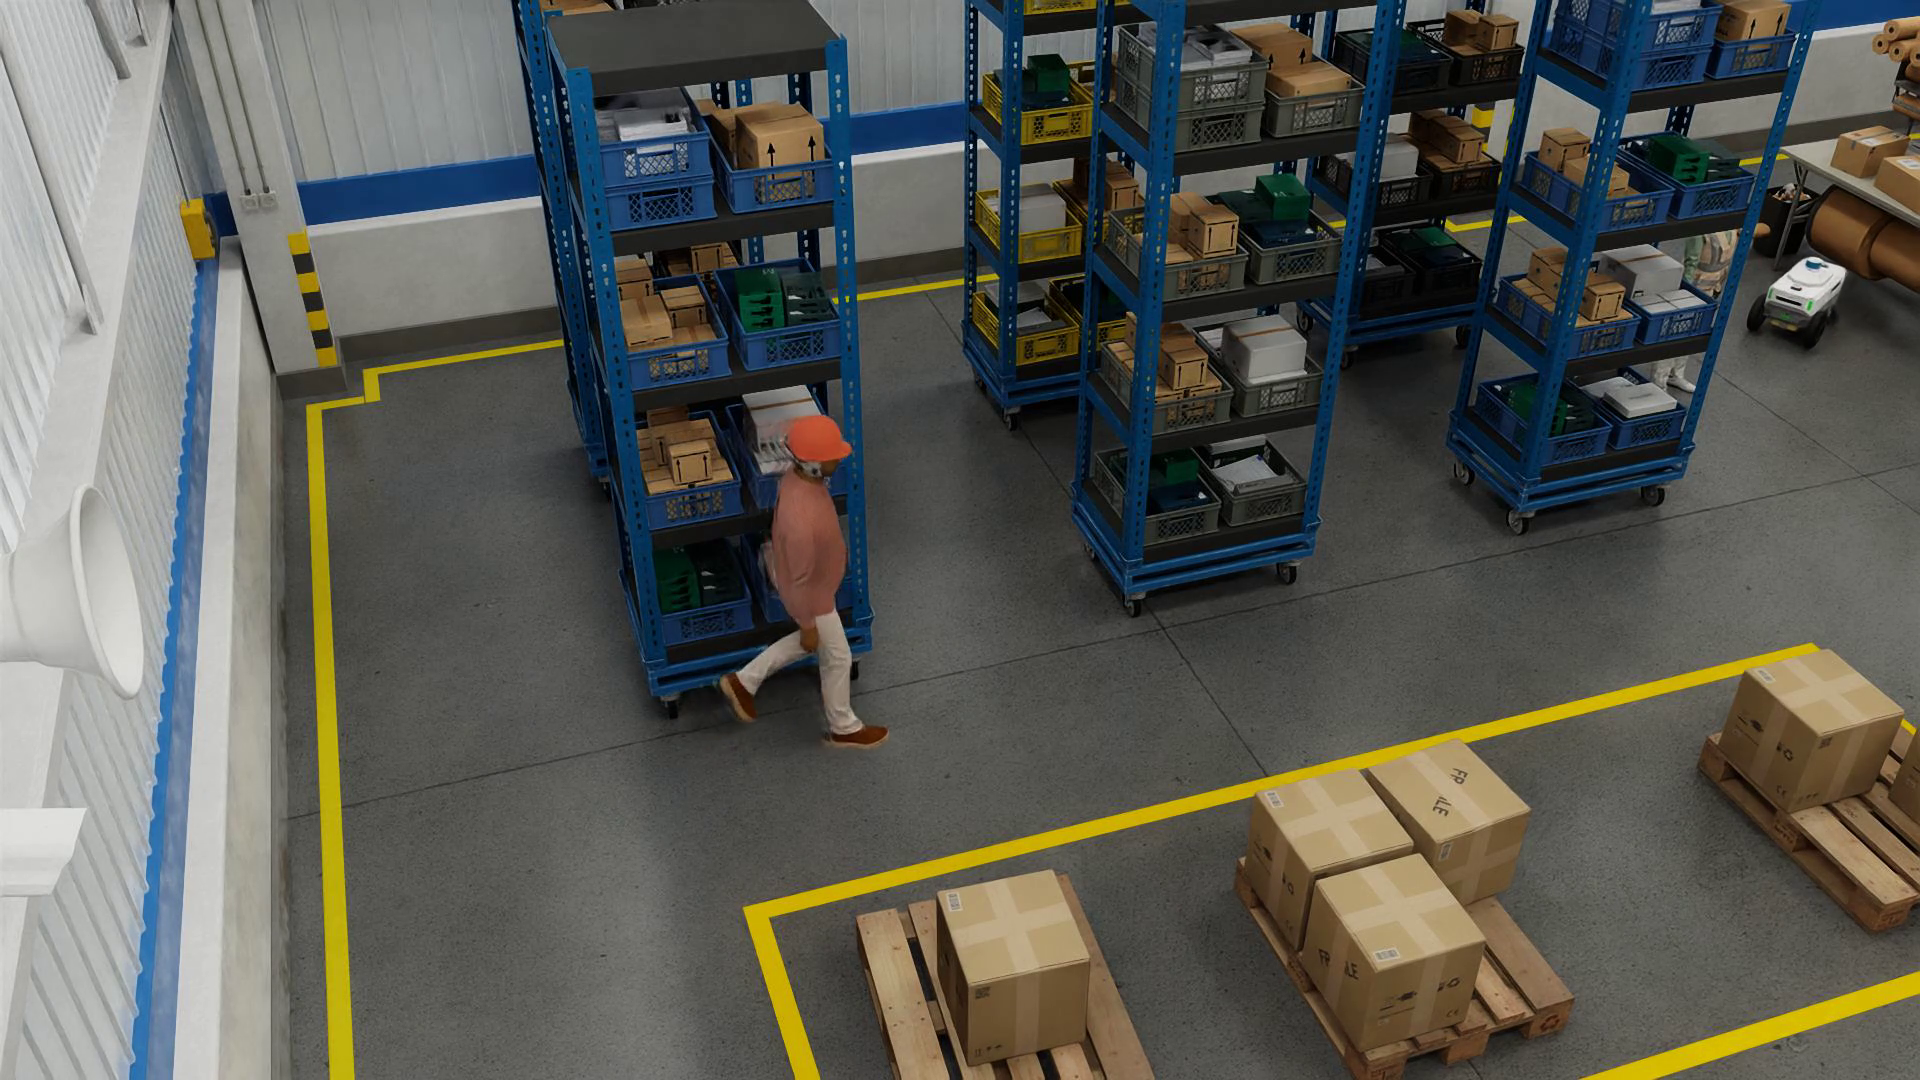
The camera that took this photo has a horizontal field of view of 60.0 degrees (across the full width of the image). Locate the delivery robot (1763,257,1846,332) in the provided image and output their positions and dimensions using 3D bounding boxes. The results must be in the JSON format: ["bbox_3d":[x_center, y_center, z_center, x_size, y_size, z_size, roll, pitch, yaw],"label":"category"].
[{"bbox_3d":[6.280,-1.865,12.353,0.477,0.478,0.707,28,44,34],"label":"delivery robot"}]

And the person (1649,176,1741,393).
[{"bbox_3d":[4.993,-1.705,11.266,0.514,1.643,0.307,-28,44,-33],"label":"person"}]

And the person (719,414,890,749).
[{"bbox_3d":[-0.809,0.236,8.237,0.810,1.968,0.624,-2,35,-3],"label":"person"}]
